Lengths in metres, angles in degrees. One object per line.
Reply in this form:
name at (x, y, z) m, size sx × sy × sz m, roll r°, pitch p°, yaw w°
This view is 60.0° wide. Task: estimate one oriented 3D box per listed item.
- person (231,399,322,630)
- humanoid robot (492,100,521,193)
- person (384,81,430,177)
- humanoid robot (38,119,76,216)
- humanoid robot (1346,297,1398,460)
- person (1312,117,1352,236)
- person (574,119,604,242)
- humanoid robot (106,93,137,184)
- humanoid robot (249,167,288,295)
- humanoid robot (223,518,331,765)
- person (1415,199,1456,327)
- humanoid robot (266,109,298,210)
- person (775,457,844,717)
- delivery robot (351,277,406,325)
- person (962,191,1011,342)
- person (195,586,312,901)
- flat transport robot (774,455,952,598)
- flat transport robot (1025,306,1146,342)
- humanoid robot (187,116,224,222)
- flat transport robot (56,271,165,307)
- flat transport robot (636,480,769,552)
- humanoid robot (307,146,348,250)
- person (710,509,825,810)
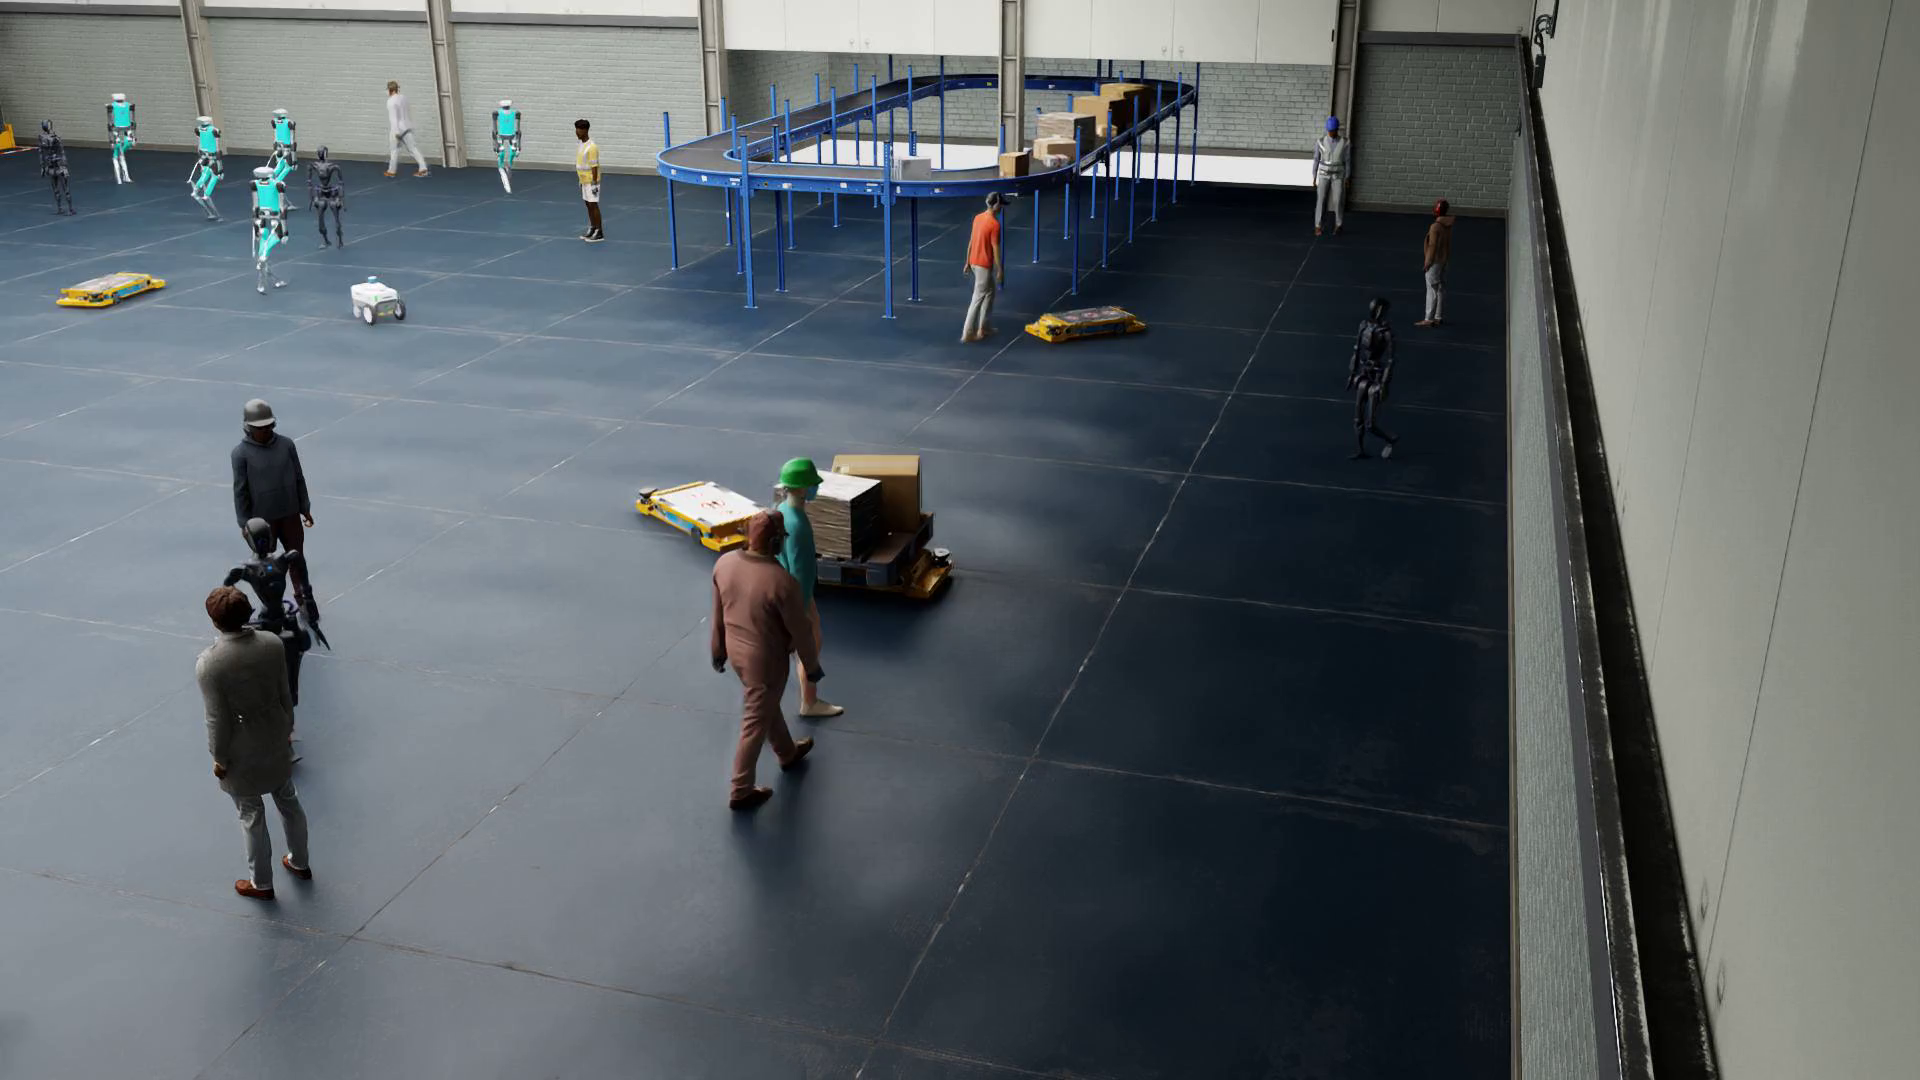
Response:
person at (-5.184, -0.204, 12.573) m, size 0.545 × 1.806 × 0.378 m, roll -17°, pitch 27°, yaw -38°
humanoid robot at (-8.588, -7.398, 31.393) m, size 0.560 × 1.835 × 0.891 m, roll -10°, pitch 23°, yaw -25°
person at (-11.127, -8.174, 33.160) m, size 0.965 × 1.896 × 0.629 m, roll 7°, pitch 22°, yaw 18°
humanoid robot at (-15.860, -6.540, 29.166) m, size 0.599 × 1.655 × 0.315 m, roll 7°, pitch 22°, yaw 18°
humanoid robot at (4.079, -1.589, 16.339) m, size 0.438 × 1.640 × 0.592 m, roll -10°, pitch 23°, yaw -25°
person at (6.116, -5.993, 27.423) m, size 0.619 × 1.932 × 0.413 m, roll 5°, pitch 22°, yaw 13°
person at (-6.016, -5.832, 26.965) m, size 0.370 × 1.958 × 0.605 m, roll -12°, pitch 24°, yaw -28°
humanoid robot at (-16.371, -7.777, 32.412) m, size 0.806 × 1.837 × 0.550 m, roll 17°, pitch 27°, yaw 38°
humanoid robot at (-9.807, -4.284, 23.331) m, size 0.531 × 1.777 × 0.967 m, roll 5°, pitch 22°, yaw 12°
humanoid robot at (-4.350, 0.624, 10.646) m, size 0.609 × 1.630 × 0.737 m, roll -19°, pitch 28°, yaw -39°
person at (6.188, -3.581, 21.540) m, size 0.458 × 1.651 × 0.336 m, roll -19°, pitch 28°, yaw -40°
humanoid robot at (-12.103, -6.734, 29.502) m, size 0.531 × 1.724 × 0.723 m, roll 11°, pitch 24°, yaw 26°
person at (-1.136, 0.335, 11.103) m, size 0.605 × 1.854 × 0.513 m, roll -3°, pitch 21°, yaw -9°
delivery robot at (-7.735, -3.175, 22.021) m, size 0.789 × 0.598 × 0.499 m, roll 20°, pitch 29°, yaw 41°
person at (0.315, -3.422, 20.816) m, size 0.726 × 1.869 × 0.502 m, roll -11°, pitch 23°, yaw -25°
person at (-3.888, 1.107, 9.134) m, size 0.365 × 1.836 × 0.503 m, roll 14°, pitch 25°, yaw 32°
flat transport robot at (-0.842, 0.214, 13.622) m, size 1.431 × 0.231 × 0.659 m, roll 6°, pitch 22°, yaw 15°
flat transport robot at (1.616, -2.774, 21.371) m, size 1.431 × 0.231 × 0.659 m, roll -11°, pitch 24°, yaw -26°
humanoid robot at (-12.993, -6.325, 28.556) m, size 0.534 × 1.806 × 0.679 m, roll 10°, pitch 23°, yaw 24°
flat transport robot at (-11.881, -3.508, 23.276) m, size 0.659 × 0.231 × 1.431 m, roll 4°, pitch 21°, yaw 10°
flat transport robot at (-2.241, -0.235, 14.788) m, size 0.659 × 0.231 × 1.431 m, roll -17°, pitch 27°, yaw -37°
humanoid robot at (-9.973, -5.392, 26.220) m, size 0.585 × 1.642 × 0.391 m, roll -2°, pitch 21°, yaw -6°
person at (-1.119, 0.691, 10.162) m, size 0.667 × 1.862 × 0.908 m, roll 18°, pitch 28°, yaw 39°
